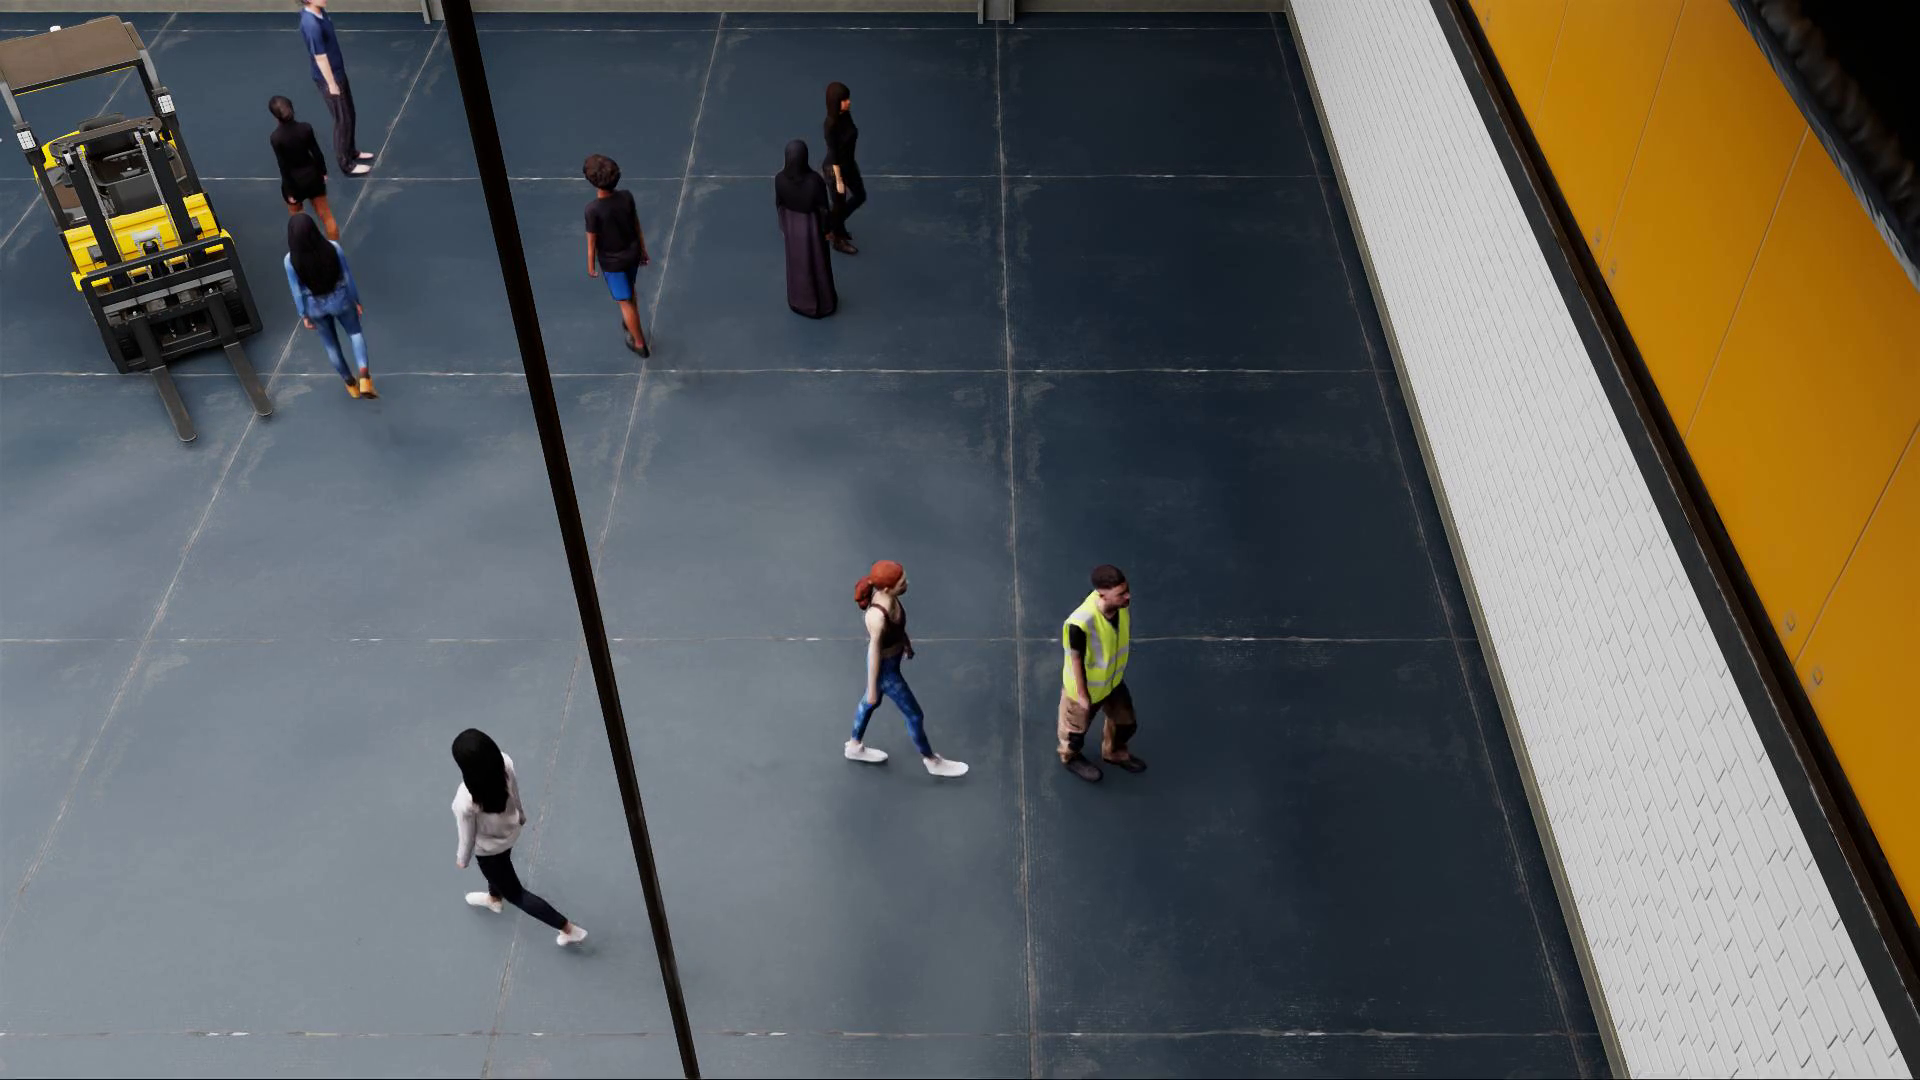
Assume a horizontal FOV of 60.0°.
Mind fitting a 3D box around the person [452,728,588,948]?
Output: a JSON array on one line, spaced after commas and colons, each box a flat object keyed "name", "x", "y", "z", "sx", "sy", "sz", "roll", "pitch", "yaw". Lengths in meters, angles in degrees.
[{"name": "person", "x": -2.494, "y": 1.681, "z": 9.176, "sx": 1.129, "sy": 1.672, "sz": 0.785, "roll": 10, "pitch": 45, "yaw": 10}]

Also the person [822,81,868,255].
[{"name": "person", "x": -1.097, "y": -3.206, "z": 14.335, "sx": 0.738, "sy": 1.630, "sz": 0.691, "roll": 18, "pitch": 47, "yaw": 18}]

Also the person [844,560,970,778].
[{"name": "person", "x": -0.538, "y": 0.787, "z": 10.056, "sx": 1.039, "sy": 1.752, "sz": 0.643, "roll": 4, "pitch": 44, "yaw": 4}]

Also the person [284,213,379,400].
[{"name": "person", "x": -4.789, "y": -1.721, "z": 12.724, "sx": 0.876, "sy": 1.703, "sz": 0.880, "roll": -19, "pitch": 47, "yaw": -19}]

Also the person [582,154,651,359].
[{"name": "person", "x": -2.644, "y": -2.203, "z": 13.175, "sx": 0.815, "sy": 1.779, "sz": 0.874, "roll": -32, "pitch": 52, "yaw": -29}]

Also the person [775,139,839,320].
[{"name": "person", "x": -1.281, "y": -2.573, "z": 13.683, "sx": 0.595, "sy": 1.613, "sz": 0.714, "roll": 9, "pitch": 44, "yaw": 10}]

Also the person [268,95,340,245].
[{"name": "person", "x": -5.510, "y": -2.974, "z": 14.097, "sx": 0.812, "sy": 1.623, "sz": 0.870, "roll": -34, "pitch": 53, "yaw": -30}]

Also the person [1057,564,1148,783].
[{"name": "person", "x": 0.747, "y": 0.772, "z": 10.016, "sx": 0.990, "sy": 1.829, "sz": 0.927, "roll": 32, "pitch": 52, "yaw": 29}]

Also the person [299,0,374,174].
[{"name": "person", "x": -5.793, "y": -4.252, "z": 15.264, "sx": 0.632, "sy": 1.864, "sz": 0.708, "roll": -7, "pitch": 44, "yaw": -8}]
